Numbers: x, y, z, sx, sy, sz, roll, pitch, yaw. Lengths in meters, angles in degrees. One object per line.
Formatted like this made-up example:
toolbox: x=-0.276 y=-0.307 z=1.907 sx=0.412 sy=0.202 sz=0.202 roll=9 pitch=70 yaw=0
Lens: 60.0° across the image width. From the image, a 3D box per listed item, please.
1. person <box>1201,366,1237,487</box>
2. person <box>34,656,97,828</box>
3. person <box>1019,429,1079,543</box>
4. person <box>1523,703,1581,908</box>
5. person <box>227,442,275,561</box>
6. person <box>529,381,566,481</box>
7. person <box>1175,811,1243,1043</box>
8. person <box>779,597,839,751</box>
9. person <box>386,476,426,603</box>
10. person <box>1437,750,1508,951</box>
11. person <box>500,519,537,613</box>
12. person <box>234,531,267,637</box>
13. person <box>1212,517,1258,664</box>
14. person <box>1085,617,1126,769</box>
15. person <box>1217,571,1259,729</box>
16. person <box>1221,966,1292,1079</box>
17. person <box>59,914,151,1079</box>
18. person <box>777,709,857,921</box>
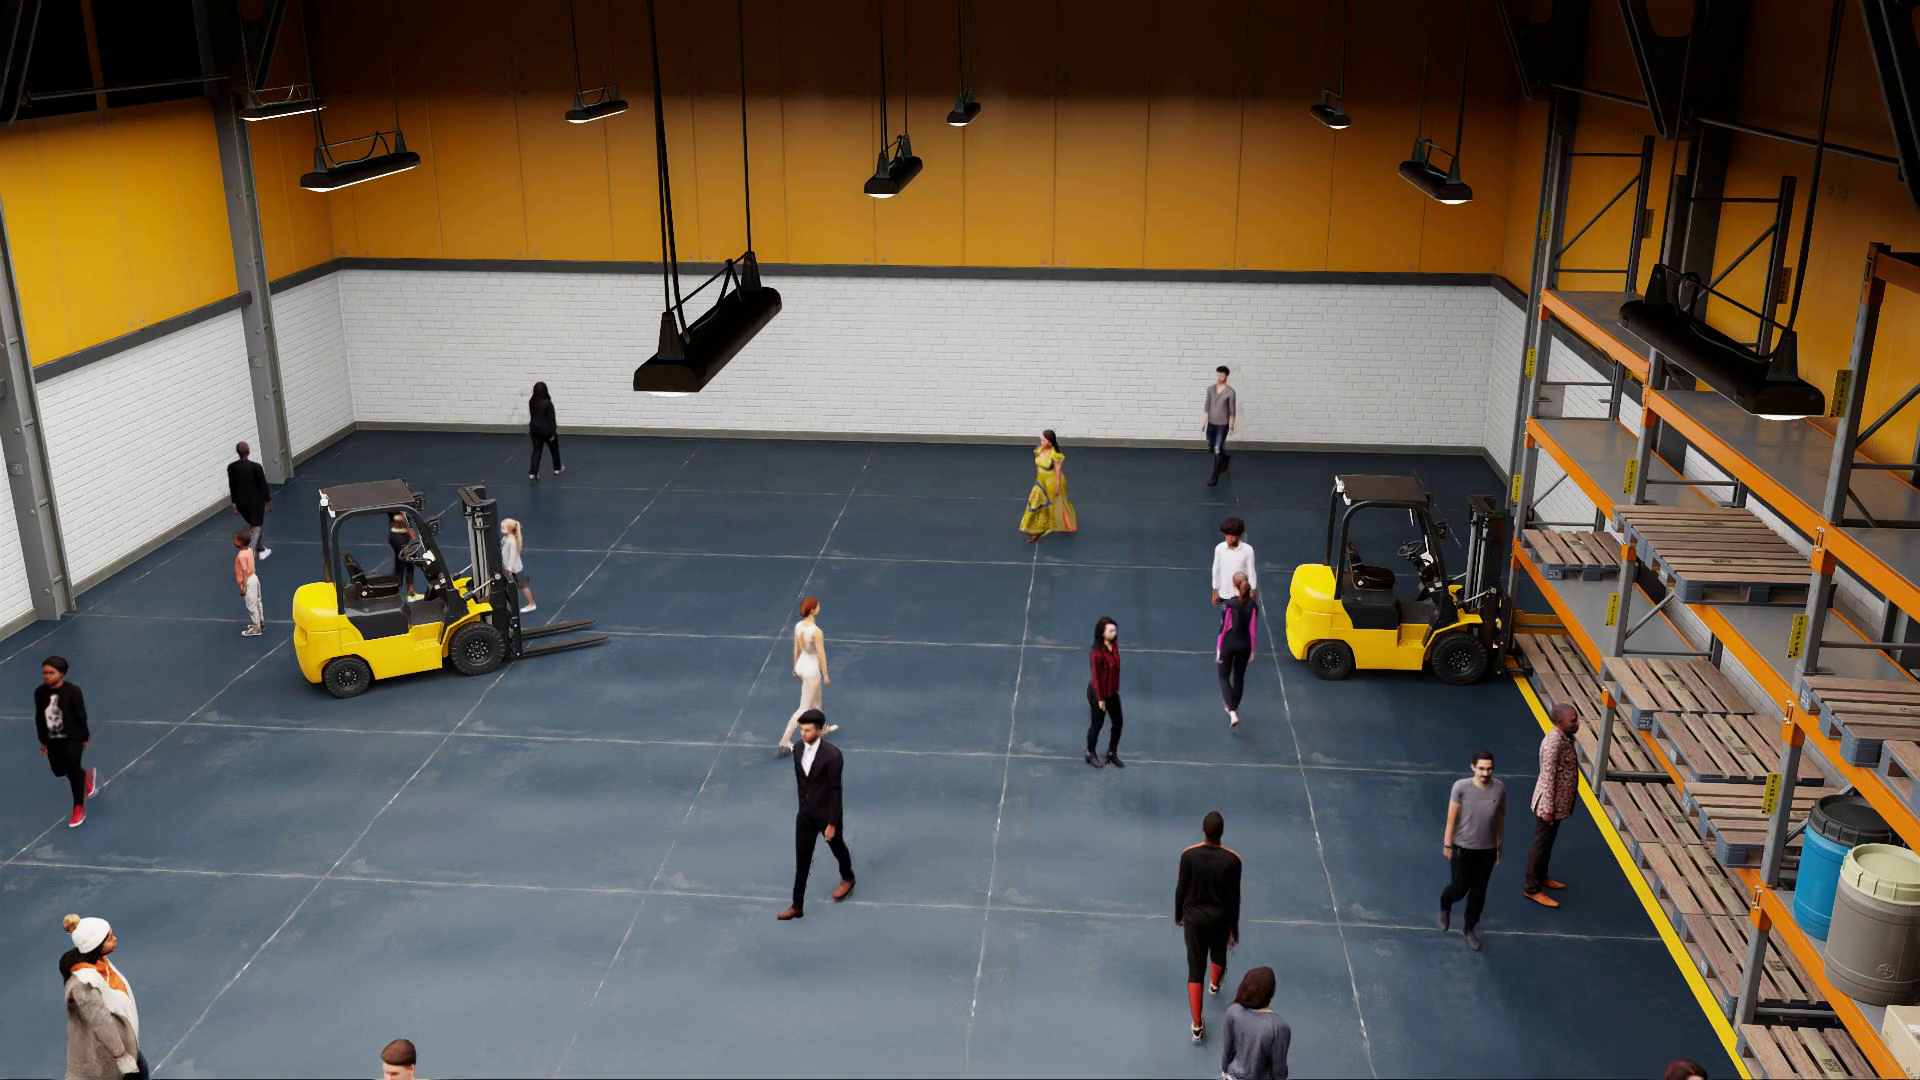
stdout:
person: x=4.132 y=-1.826 z=26.338 sx=1.067 sy=1.880 sz=1.182 roll=16 pitch=24 yaw=39
person: x=-8.457 y=1.853 z=15.770 sx=0.650 sy=1.654 sz=0.939 roll=-1 pitch=19 yaw=-2
person: x=1.324 y=-0.788 z=23.677 sx=1.243 sy=1.611 sz=1.415 roll=17 pitch=25 yaw=42
person: x=5.112 y=2.242 z=14.372 sx=0.835 sy=1.808 sz=0.684 roll=10 pitch=21 yaw=28
person: x=-9.614 y=-0.436 z=22.453 sx=0.679 sy=1.726 sz=1.148 roll=1 pitch=19 yaw=3
person: x=-6.667 y=-1.687 z=26.399 sx=0.779 sy=1.578 sz=1.140 roll=5 pitch=19 yaw=15
person: x=1.841 y=2.909 z=12.444 sx=0.747 sy=1.774 sz=1.132 roll=4 pitch=19 yaw=11
person: x=-1.626 y=1.408 z=17.166 sx=1.088 sy=1.606 sz=1.004 roll=-15 pitch=24 yaw=-38
person: x=-7.137 y=0.066 z=20.949 sx=0.880 sy=1.733 sz=0.815 roll=-16 pitch=24 yaw=-39
person: x=4.220 y=2.493 z=13.725 sx=0.676 sy=1.744 sz=0.752 roll=-1 pitch=19 yaw=-4
person: x=-5.562 y=0.344 z=20.895 sx=0.882 sy=1.243 sz=0.885 roll=-11 pitch=21 yaw=-29
person: x=-8.672 y=0.513 z=20.286 sx=0.578 sy=1.310 sz=0.435 roll=-1 pitch=19 yaw=-3
person: x=3.224 y=0.562 z=19.386 sx=0.755 sy=1.792 sz=0.769 roll=8 pitch=20 yaw=22
person: x=1.363 y=1.528 z=16.756 sx=0.807 sy=1.640 sz=0.746 roll=13 pitch=23 yaw=34
person: x=2.931 y=1.183 z=17.637 sx=0.673 sy=1.731 sz=0.952 roll=-2 pitch=19 yaw=-6
person: x=1.836 y=3.536 z=10.612 sx=0.806 sy=1.755 sz=0.913 roll=12 pitch=22 yaw=31
person: x=-5.797 y=3.341 z=11.017 sx=1.006 sy=1.866 sz=1.039 roll=-6 pitch=20 yaw=-17
person: x=-1.119 y=2.292 z=14.177 sx=1.076 sy=1.838 sz=1.293 roll=12 pitch=22 yaw=32
